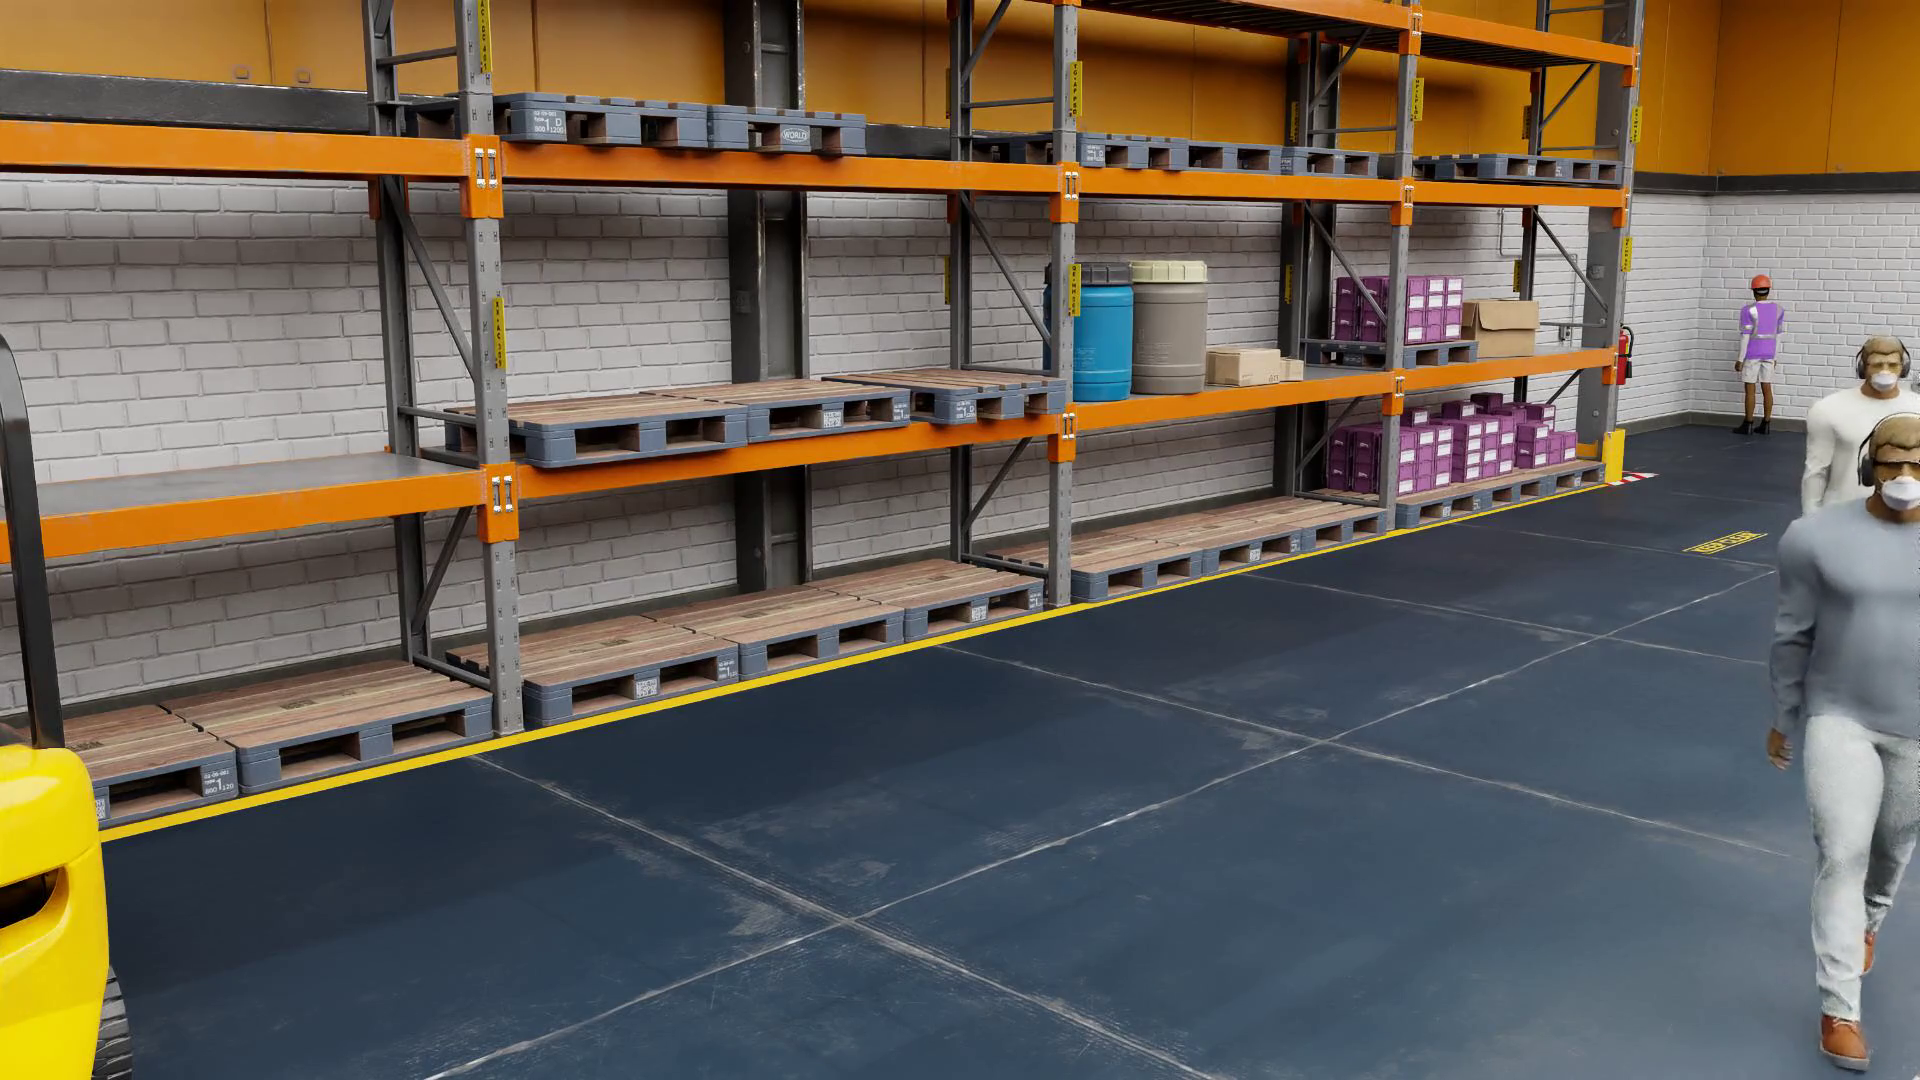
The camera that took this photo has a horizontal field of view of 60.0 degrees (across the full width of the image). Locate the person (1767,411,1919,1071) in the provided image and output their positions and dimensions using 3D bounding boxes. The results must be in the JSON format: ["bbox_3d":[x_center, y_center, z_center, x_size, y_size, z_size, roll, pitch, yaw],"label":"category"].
[{"bbox_3d":[2.816,0.540,5.097,0.642,1.903,0.990,4,11,22],"label":"person"}]

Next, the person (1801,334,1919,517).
[{"bbox_3d":[4.634,-0.099,8.523,0.633,1.921,0.690,4,11,19],"label":"person"}]

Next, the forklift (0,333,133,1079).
[{"bbox_3d":[-3.289,0.485,4.582,1.214,2.155,2.313,-10,14,-44],"label":"forklift"}]

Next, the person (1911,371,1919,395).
[{"bbox_3d":[6.622,-0.554,11.238,0.557,1.825,0.933,3,11,17],"label":"person"}]

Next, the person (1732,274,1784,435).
[{"bbox_3d":[9.636,-2.233,20.115,0.544,1.933,0.376,-2,11,-8],"label":"person"}]
